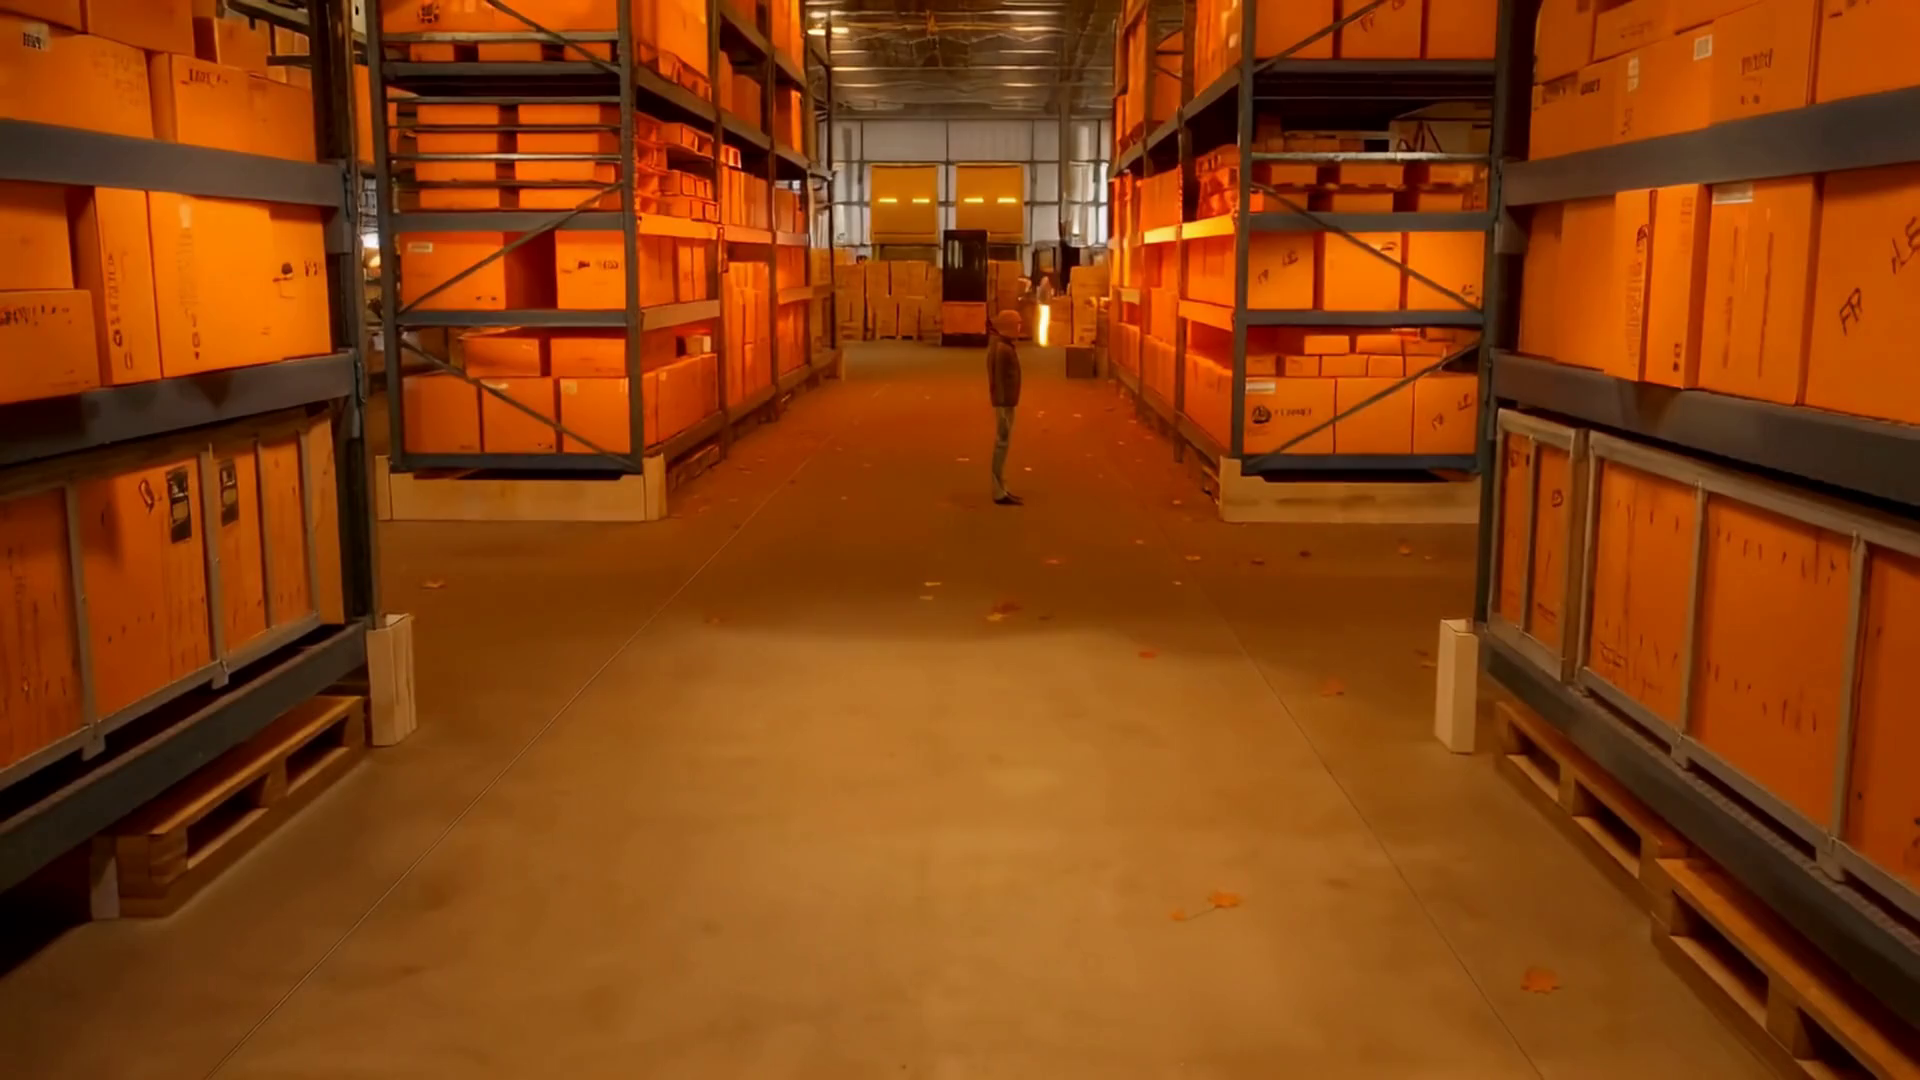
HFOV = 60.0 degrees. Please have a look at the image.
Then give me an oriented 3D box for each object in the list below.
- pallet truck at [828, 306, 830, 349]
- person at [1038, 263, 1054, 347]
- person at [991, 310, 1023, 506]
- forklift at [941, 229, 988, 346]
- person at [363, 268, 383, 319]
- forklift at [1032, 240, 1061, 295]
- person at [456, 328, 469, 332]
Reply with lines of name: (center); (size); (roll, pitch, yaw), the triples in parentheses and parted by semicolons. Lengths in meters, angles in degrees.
pallet truck: (-3.100, -3.940, 29.800); (1.885, 1.965, 0.823); (3, 10, 19)
person: (2.077, -5.643, 40.011); (0.384, 1.993, 0.623); (0, 9, 1)
person: (0.394, -1.101, 13.884); (0.272, 1.632, 0.507); (0, 9, 1)
forklift: (0.124, -6.117, 40.203); (1.129, 2.768, 1.873); (0, 9, 1)
person: (-21.231, -8.891, 59.954); (0.802, 1.840, 0.521); (-4, 10, -23)
forklift: (3.172, -9.648, 61.356); (1.129, 2.768, 1.873); (0, 9, 1)
person: (-10.021, -4.580, 33.776); (0.774, 1.941, 0.638); (5, 11, 27)
